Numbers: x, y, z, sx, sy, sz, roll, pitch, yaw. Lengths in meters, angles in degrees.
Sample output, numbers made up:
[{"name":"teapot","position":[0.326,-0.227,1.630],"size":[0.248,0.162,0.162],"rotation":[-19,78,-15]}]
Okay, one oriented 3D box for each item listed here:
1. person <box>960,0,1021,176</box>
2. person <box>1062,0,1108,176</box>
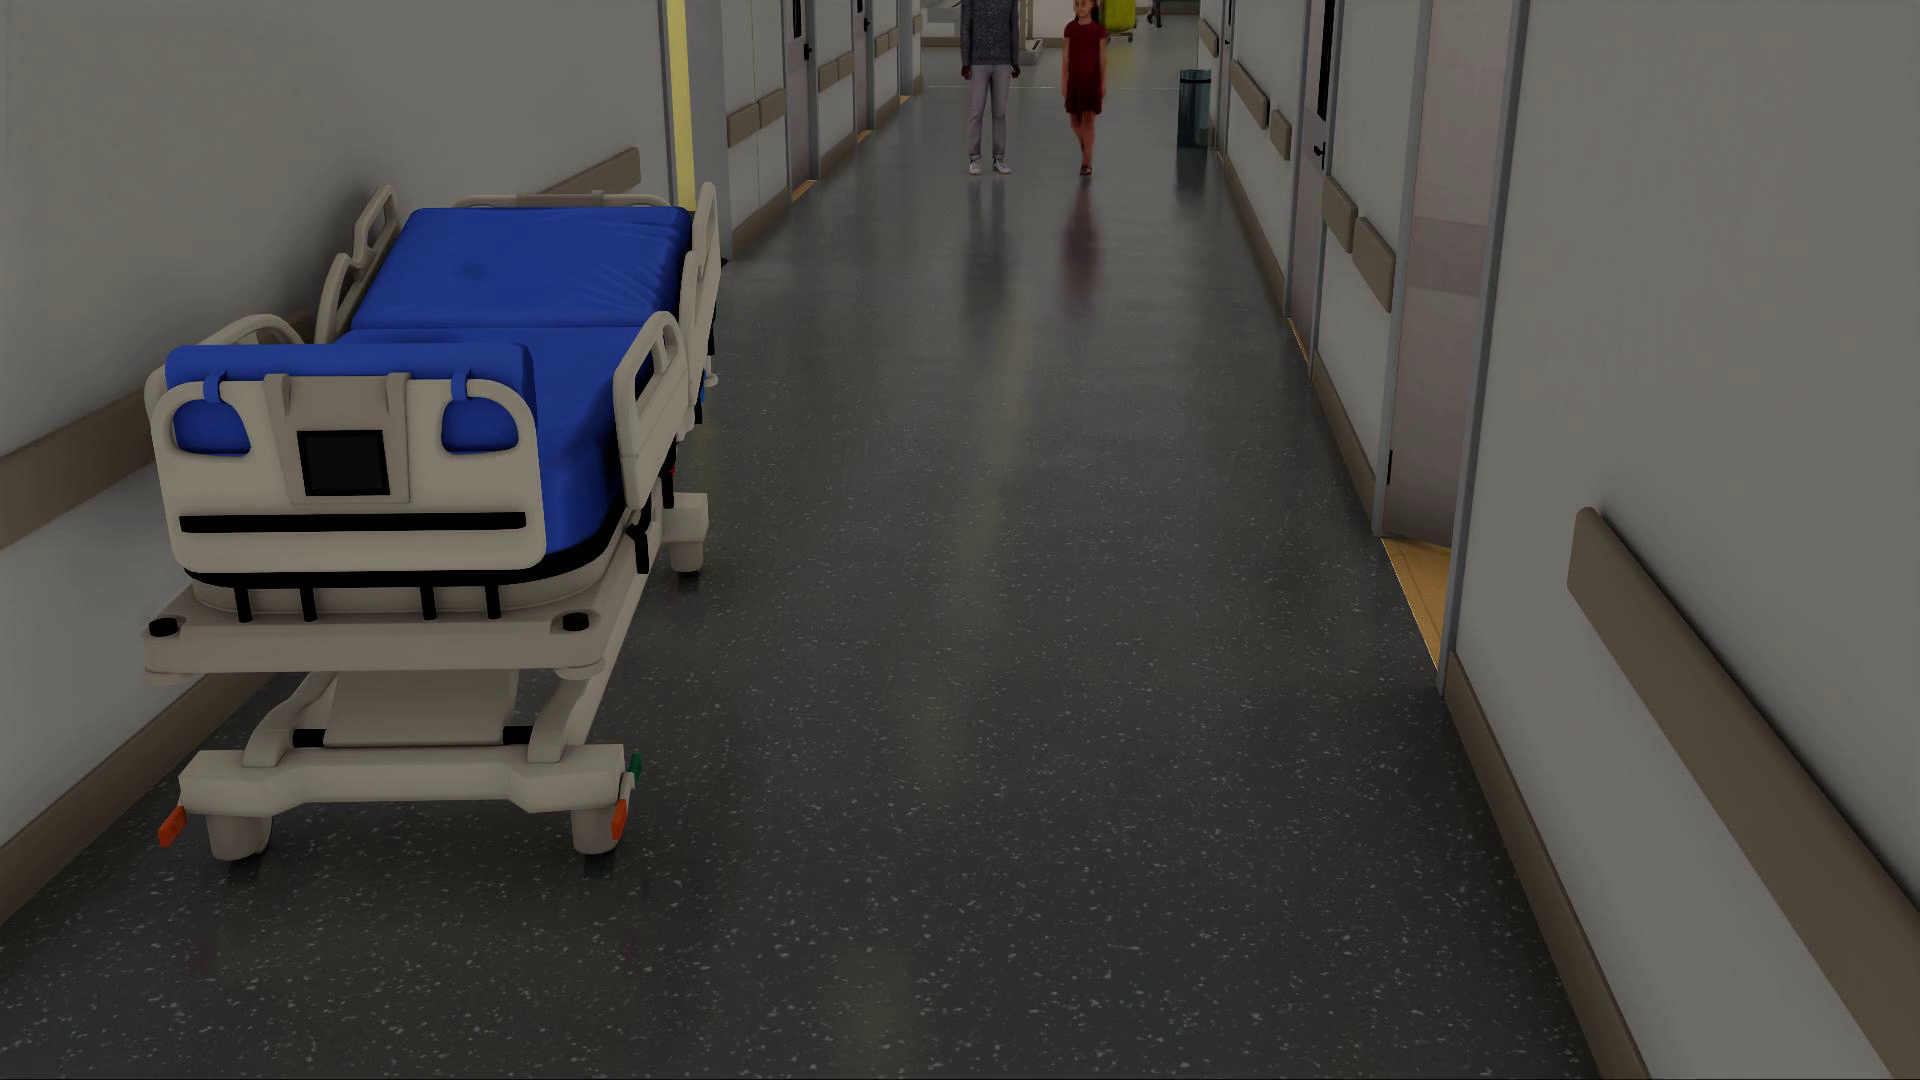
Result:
[{"name":"person","position":[0.253,-4.093,14.268],"size":[0.619,1.839,0.806],"rotation":[-5,21,-14]},{"name":"person","position":[1.077,-3.932,14.267],"size":[0.910,1.531,0.692],"rotation":[4,21,11]}]
